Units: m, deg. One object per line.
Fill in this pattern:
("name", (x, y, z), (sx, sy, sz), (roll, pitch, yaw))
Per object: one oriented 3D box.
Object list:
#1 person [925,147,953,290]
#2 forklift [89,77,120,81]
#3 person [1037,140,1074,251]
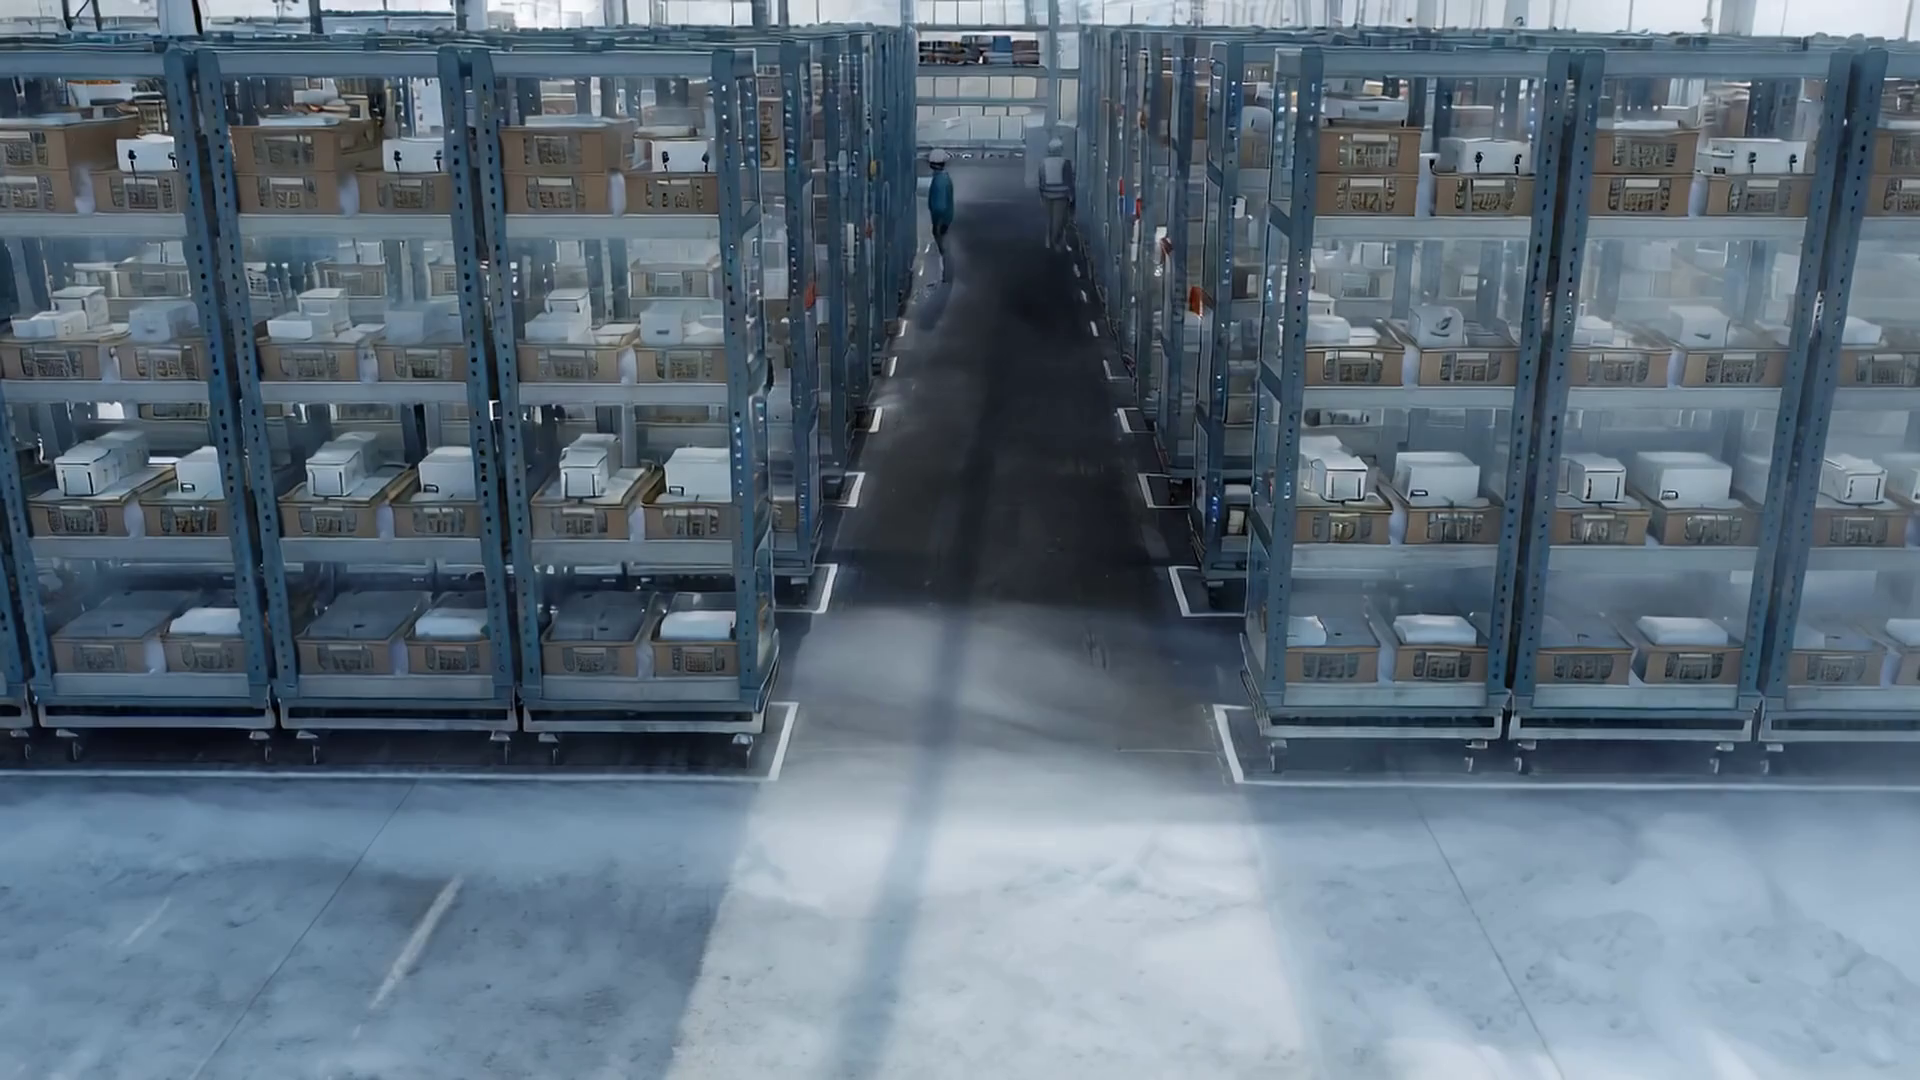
("person", (-0.282, -4.552, 23.597), (0.379, 1.996, 0.609), (-4, 18, -13))
("forklift", (-25.582, -13.245, 49.851), (1.873, 2.768, 1.129), (7, 19, 20))
("person", (1.611, -5.787, 27.867), (0.596, 1.784, 0.892), (3, 18, 9))
